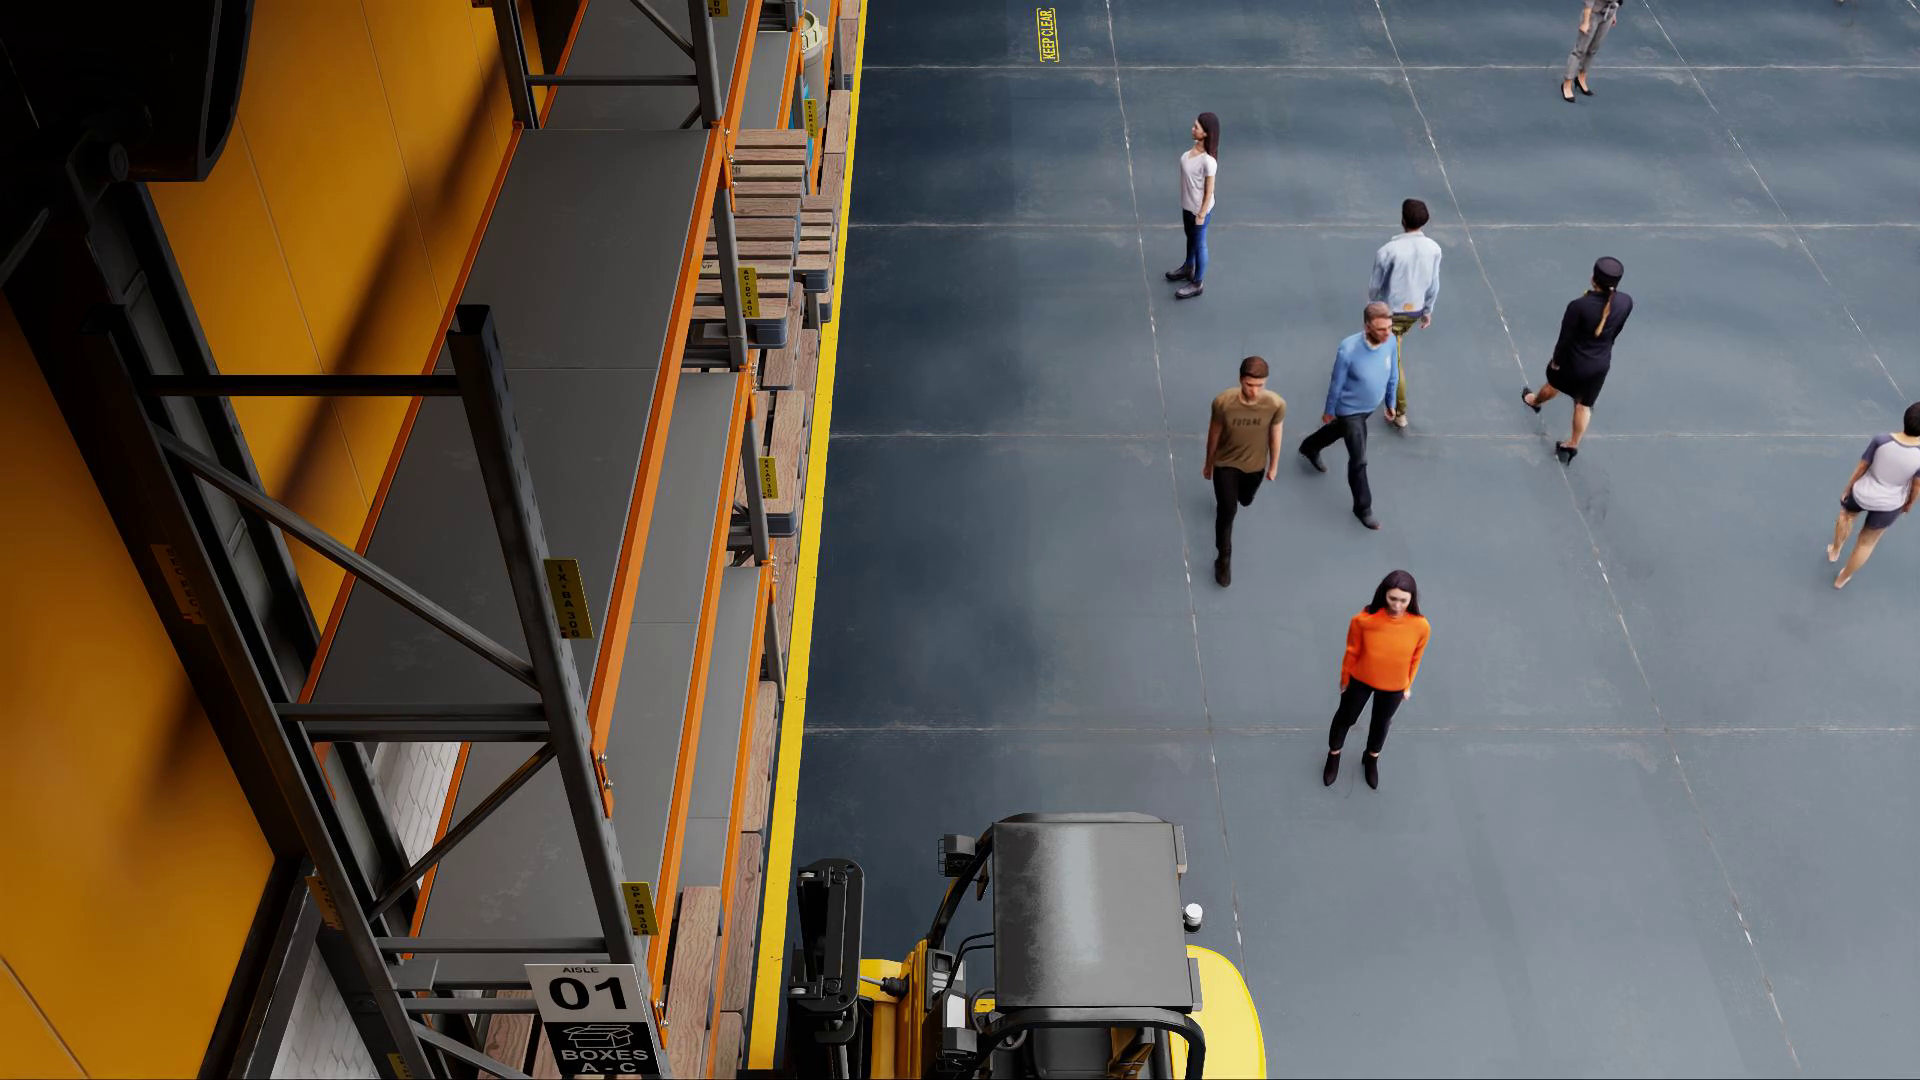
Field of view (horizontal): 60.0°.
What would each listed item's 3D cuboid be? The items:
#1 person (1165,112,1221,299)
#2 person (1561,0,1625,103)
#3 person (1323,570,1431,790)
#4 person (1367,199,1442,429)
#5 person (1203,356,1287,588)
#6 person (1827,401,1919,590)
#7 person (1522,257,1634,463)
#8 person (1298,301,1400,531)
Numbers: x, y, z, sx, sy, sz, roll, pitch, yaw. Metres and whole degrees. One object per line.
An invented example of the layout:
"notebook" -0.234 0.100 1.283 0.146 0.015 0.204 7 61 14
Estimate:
"person" 1.996 -2.813 13.972 0.700 1.685 0.516 -7 44 -7
"person" 6.311 -5.175 16.458 0.711 1.677 0.728 -22 48 -21
"person" 2.520 0.845 10.087 0.637 1.748 0.583 4 44 5
"person" 3.390 -1.690 12.738 0.906 1.762 1.220 -11 45 -12
"person" 1.931 -0.588 11.539 0.671 1.821 1.128 2 44 2
"person" 6.277 -0.269 11.403 0.745 1.546 0.807 27 50 25
"person" 4.682 -1.289 12.409 0.820 1.635 1.070 -7 44 -7
"person" 2.819 -1.034 12.051 1.083 1.760 1.312 -23 48 -23
